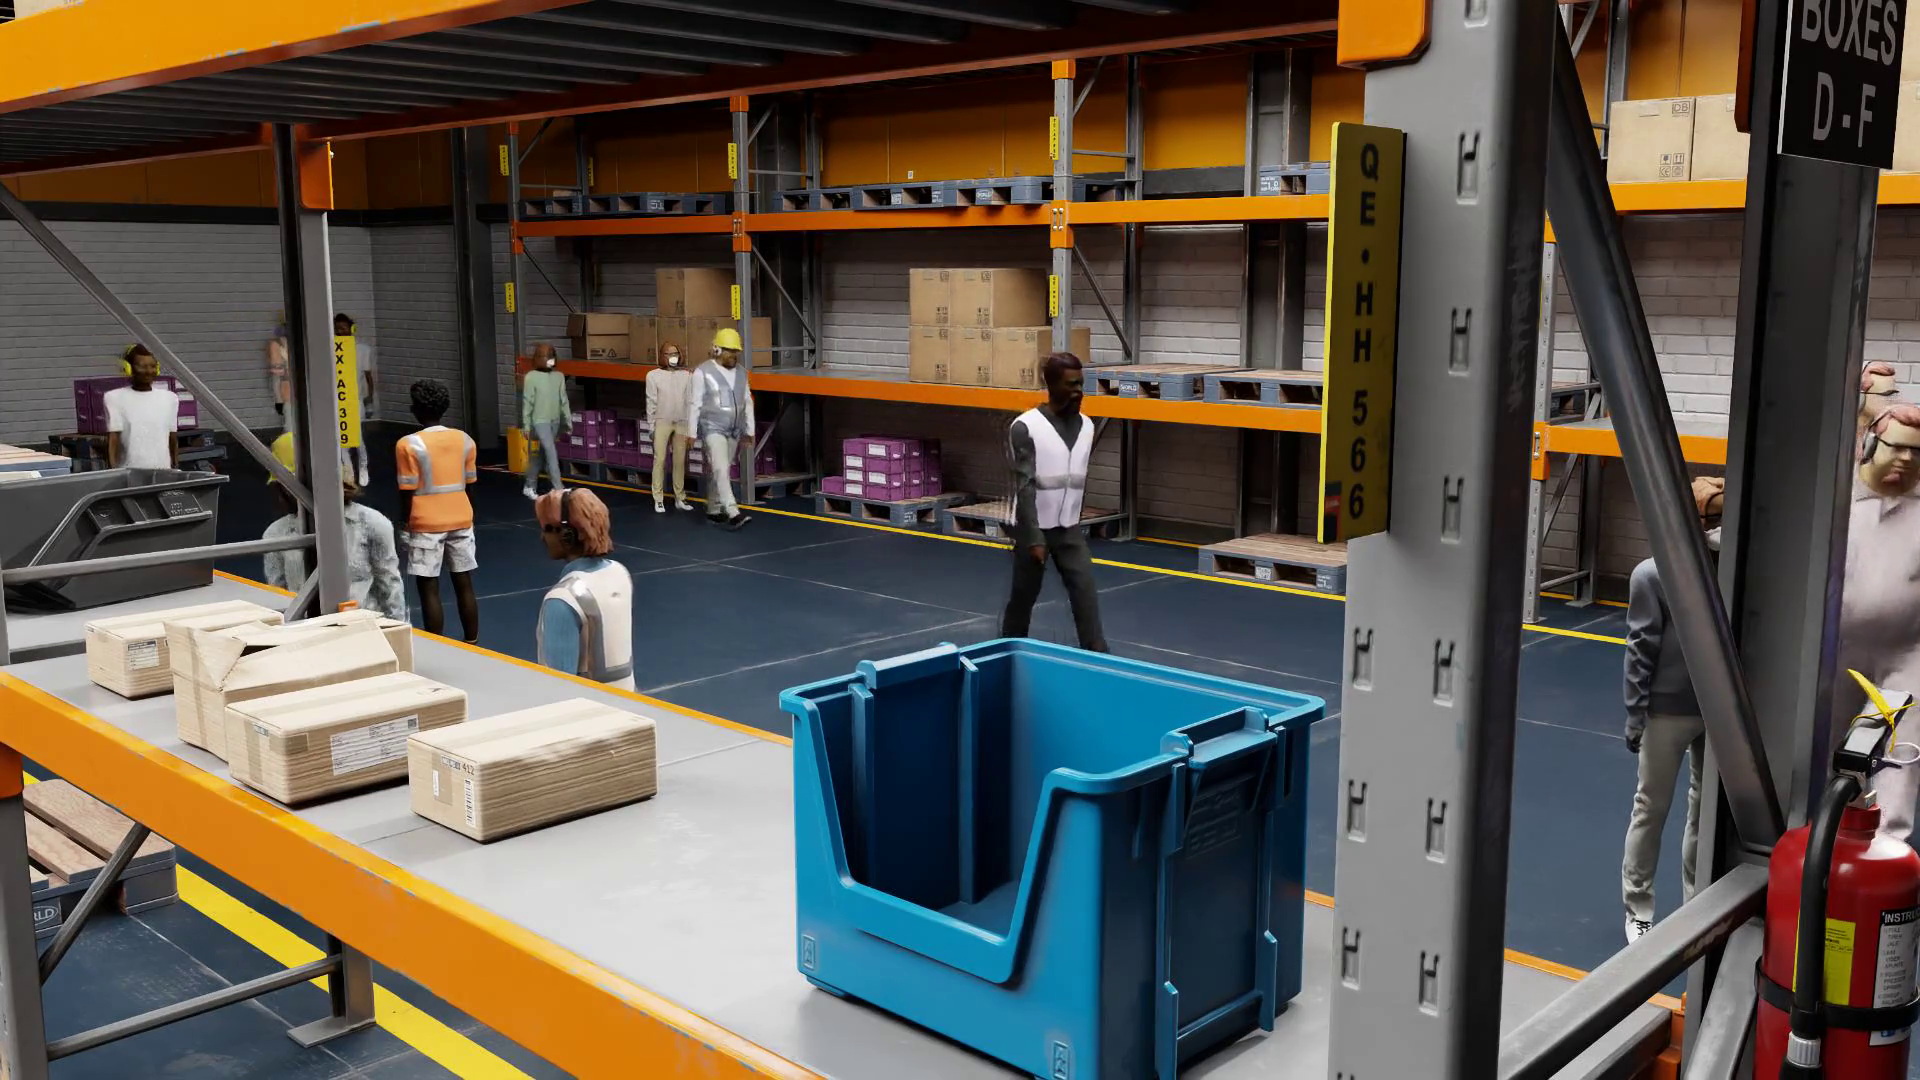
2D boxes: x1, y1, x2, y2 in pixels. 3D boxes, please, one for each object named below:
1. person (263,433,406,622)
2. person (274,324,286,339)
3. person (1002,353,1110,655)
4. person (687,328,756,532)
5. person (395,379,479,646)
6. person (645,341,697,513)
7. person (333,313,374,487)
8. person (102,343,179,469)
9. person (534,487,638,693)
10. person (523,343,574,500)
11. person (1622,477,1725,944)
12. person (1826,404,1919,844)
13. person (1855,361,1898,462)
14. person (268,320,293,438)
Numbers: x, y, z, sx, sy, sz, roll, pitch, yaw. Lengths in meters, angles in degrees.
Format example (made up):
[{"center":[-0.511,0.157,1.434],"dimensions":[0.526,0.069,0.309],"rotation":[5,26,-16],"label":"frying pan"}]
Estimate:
[{"center":[-2.352,0.455,6.261],"dimensions":[0.548,1.710,0.392],"rotation":[-1,9,-6],"label":"person"},{"center":[-8.781,-2.243,22.112],"dimensions":[0.587,1.928,0.362],"rotation":[-6,11,-33],"label":"person"},{"center":[0.544,-0.036,8.750],"dimensions":[0.605,1.871,0.978],"rotation":[-7,12,-38],"label":"person"},{"center":[-2.037,-0.972,14.758],"dimensions":[0.901,1.780,0.613],"rotation":[9,13,43],"label":"person"},{"center":[-3.002,-0.081,9.586],"dimensions":[0.321,1.691,0.530],"rotation":[6,11,34],"label":"person"},{"center":[-2.756,-1.081,15.883],"dimensions":[0.498,1.634,0.278],"rotation":[-6,11,-34],"label":"person"},{"center":[-6.464,-1.451,17.502],"dimensions":[0.525,1.854,0.419],"rotation":[0,9,-2],"label":"person"},{"center":[-5.576,-0.436,11.347],"dimensions":[0.520,1.833,0.935],"rotation":[-7,12,-38],"label":"person"},{"center":[-1.183,0.642,5.332],"dimensions":[0.313,1.633,0.517],"rotation":[2,10,13],"label":"person"},{"center":[-4.107,-1.156,16.469],"dimensions":[0.839,1.593,0.511],"rotation":[6,11,32],"label":"person"},{"center":[2.475,0.596,5.605],"dimensions":[0.505,1.633,0.279],"rotation":[-1,9,-6],"label":"person"},{"center":[3.457,0.384,6.343],"dimensions":[0.697,1.835,1.067],"rotation":[6,11,31],"label":"person"},{"center":[4.044,0.141,7.562],"dimensions":[0.402,1.906,0.652],"rotation":[7,12,37],"label":"person"},{"center":[-7.269,-1.585,18.142],"dimensions":[0.648,1.909,0.594],"rotation":[6,11,34],"label":"person"}]
